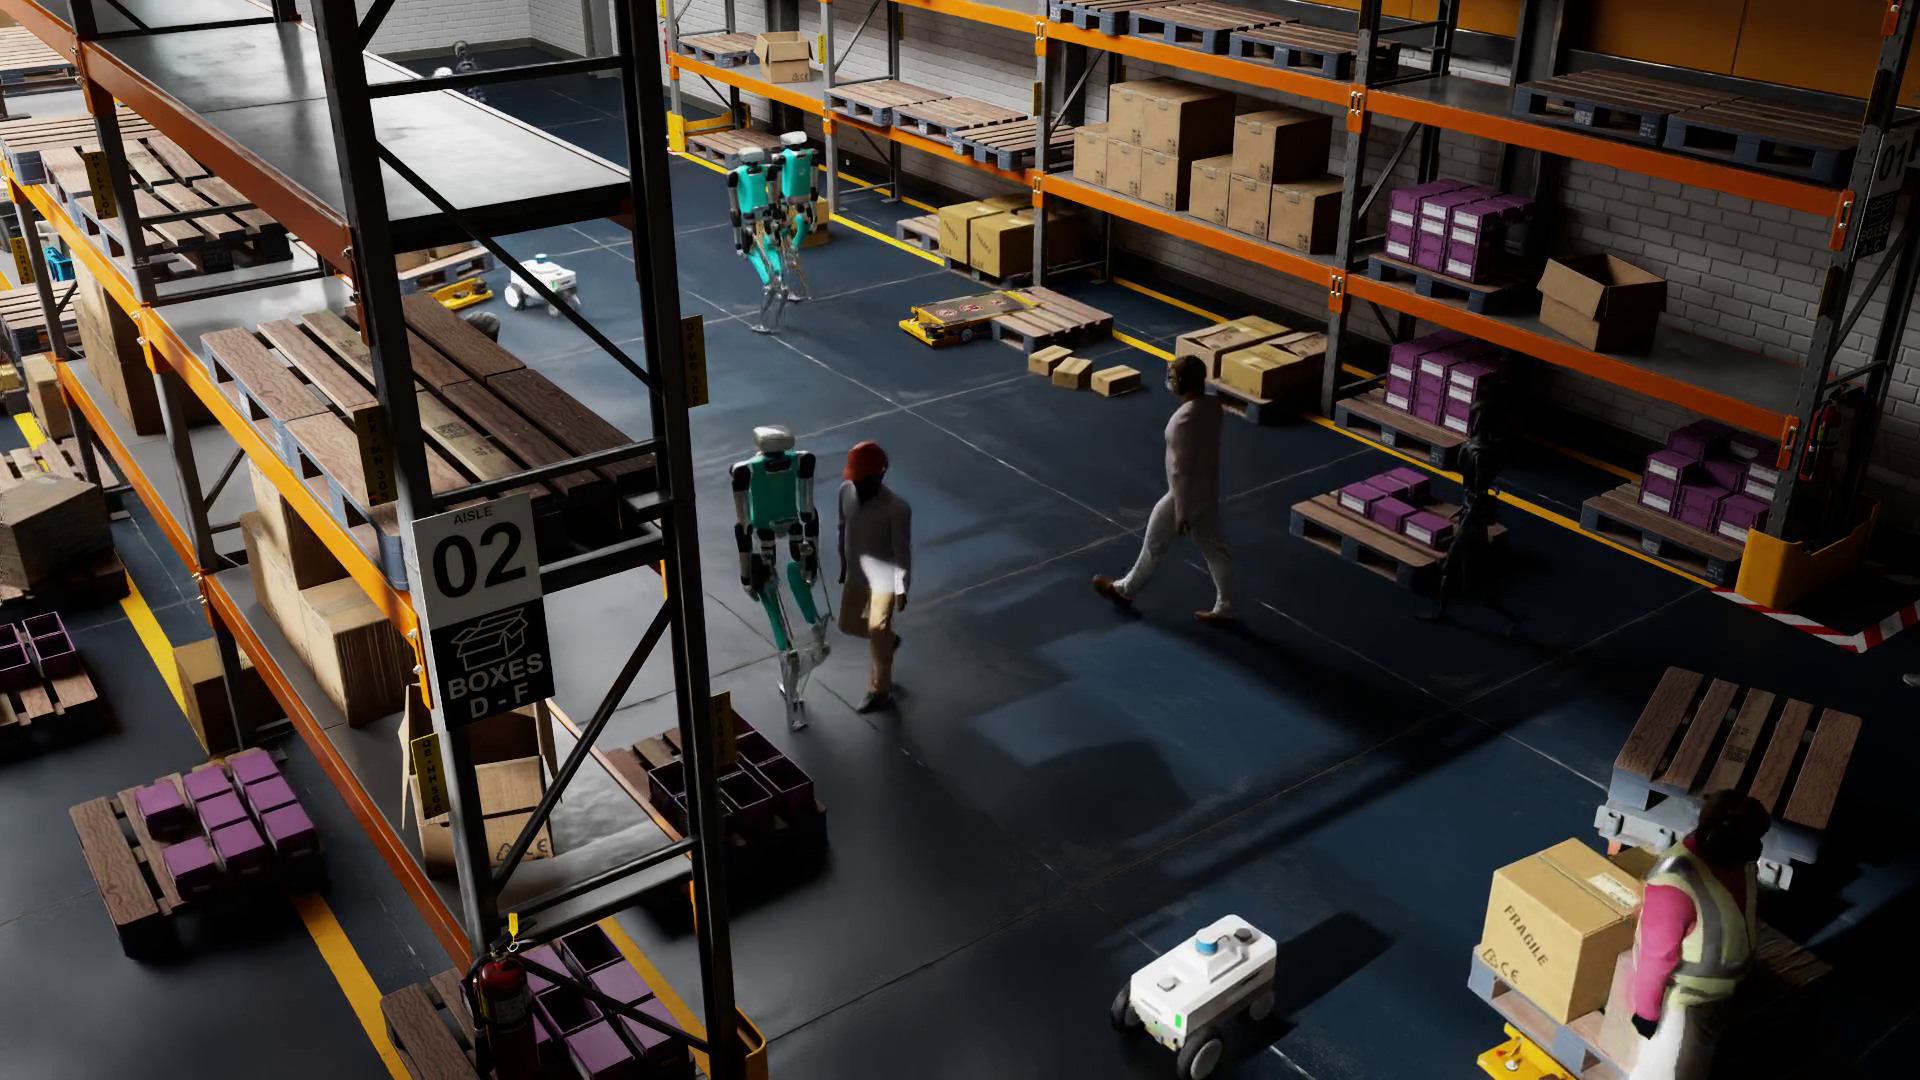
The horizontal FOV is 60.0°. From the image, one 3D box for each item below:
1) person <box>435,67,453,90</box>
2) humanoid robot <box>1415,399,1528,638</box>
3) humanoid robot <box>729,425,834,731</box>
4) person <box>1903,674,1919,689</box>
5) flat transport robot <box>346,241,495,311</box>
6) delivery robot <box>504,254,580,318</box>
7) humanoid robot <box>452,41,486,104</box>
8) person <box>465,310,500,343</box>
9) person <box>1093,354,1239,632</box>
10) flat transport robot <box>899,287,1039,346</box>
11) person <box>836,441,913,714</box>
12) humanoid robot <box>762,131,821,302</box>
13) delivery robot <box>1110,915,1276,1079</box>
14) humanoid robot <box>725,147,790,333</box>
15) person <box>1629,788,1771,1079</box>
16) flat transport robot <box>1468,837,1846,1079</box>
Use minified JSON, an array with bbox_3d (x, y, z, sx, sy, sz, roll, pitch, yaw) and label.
[{"bbox_3d":[-6.136,-4.773,19.866,0.900,1.718,0.747,-13,29,-24],"label":"person"},{"bbox_3d":[3.387,-0.140,10.727,0.700,1.626,0.601,8,28,15],"label":"humanoid robot"},{"bbox_3d":[-0.963,0.296,9.863,0.551,1.861,0.833,-15,31,-28],"label":"humanoid robot"},{"bbox_3d":[6.171,0.047,10.024,0.490,1.950,0.423,-15,30,-27],"label":"person"},{"bbox_3d":[-5.587,-2.628,17.214,1.431,0.231,0.659,16,31,29],"label":"flat transport robot"},{"bbox_3d":[-4.220,-2.597,16.823,0.765,0.585,0.499,19,33,33],"label":"delivery robot"},{"bbox_3d":[-6.364,-5.647,21.658,0.524,1.643,0.613,-12,29,-22],"label":"humanoid robot"},{"bbox_3d":[-3.242,-0.716,11.653,0.513,1.848,0.336,9,28,17],"label":"person"},{"bbox_3d":[1.418,-0.320,10.832,1.047,1.880,0.653,16,31,29],"label":"person"},{"bbox_3d":[0.181,-2.195,16.354,1.431,0.231,0.659,-15,30,-27],"label":"flat transport robot"},{"bbox_3d":[-0.503,0.185,9.979,0.573,1.737,0.482,22,34,36],"label":"person"},{"bbox_3d":[-1.748,-3.277,16.838,0.543,1.772,0.660,-18,32,-32],"label":"humanoid robot"},{"bbox_3d":[1.093,2.058,7.596,0.807,0.613,0.499,-21,33,-35],"label":"delivery robot"},{"bbox_3d":[-1.853,-2.829,16.016,0.531,1.807,0.731,-18,32,-31],"label":"humanoid robot"},{"bbox_3d":[2.942,1.777,6.726,0.642,1.830,0.437,-23,35,-38],"label":"person"},{"bbox_3d":[3.102,2.260,7.492,1.431,0.231,0.659,-14,30,-26],"label":"flat transport robot"}]
